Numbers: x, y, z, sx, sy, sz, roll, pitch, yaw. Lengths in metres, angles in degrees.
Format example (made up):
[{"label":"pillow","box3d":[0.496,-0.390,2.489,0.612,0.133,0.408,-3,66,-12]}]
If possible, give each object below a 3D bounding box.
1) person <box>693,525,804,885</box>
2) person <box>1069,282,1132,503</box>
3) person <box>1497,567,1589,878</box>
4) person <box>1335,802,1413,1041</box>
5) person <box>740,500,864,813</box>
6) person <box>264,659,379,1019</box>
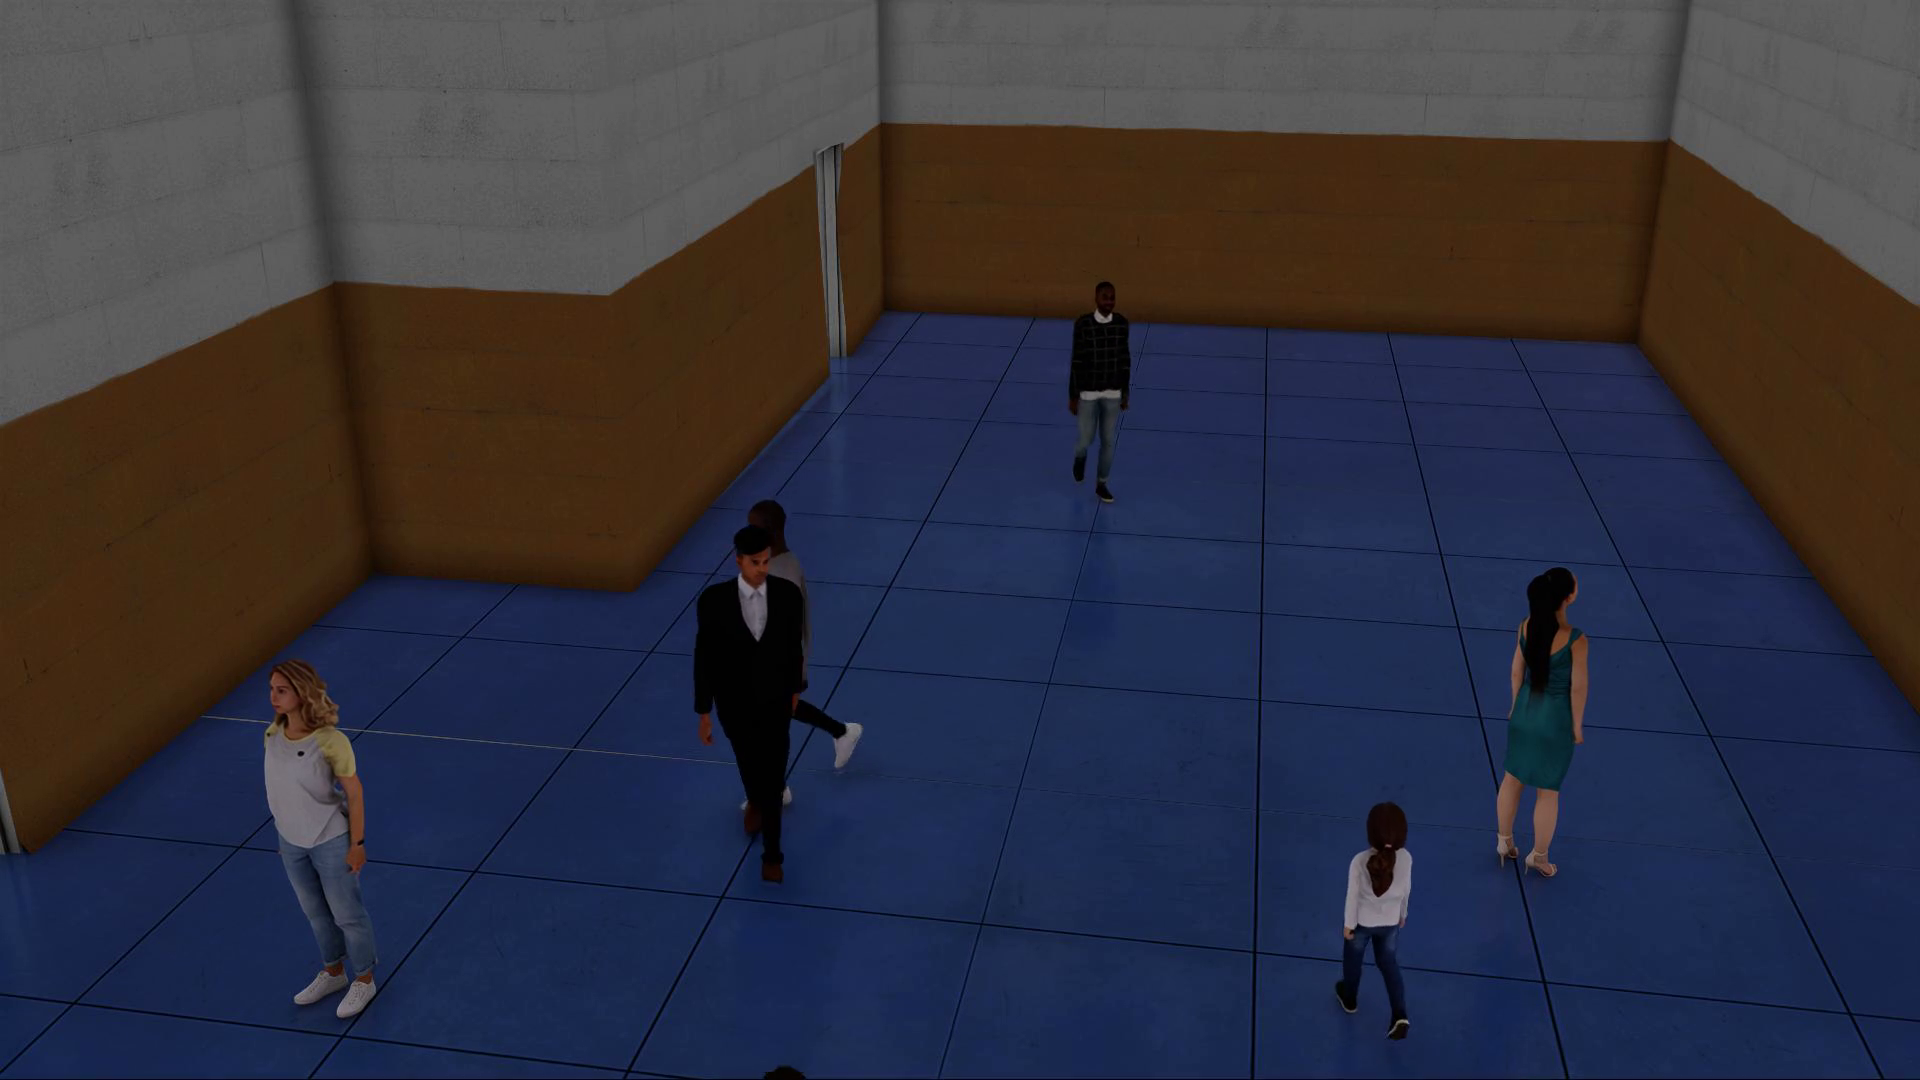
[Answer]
[{"label":"person","box3d":[-1.075,0.770,8.551,1.245,1.817,1.040,-3,22,-6]},{"label":"person","box3d":[1.108,-1.231,13.547,0.883,1.806,0.909,-5,22,-12]},{"label":"person","box3d":[2.925,0.917,8.364,0.684,1.685,0.609,-17,27,-36]},{"label":"person","box3d":[1.840,1.670,7.276,0.726,1.097,0.651,-4,22,-9]},{"label":"person","box3d":[-0.890,0.606,9.048,1.113,1.751,0.968,-11,24,-25]},{"label":"person","box3d":[-2.817,1.306,7.324,0.554,1.722,0.734,9,23,21]}]
